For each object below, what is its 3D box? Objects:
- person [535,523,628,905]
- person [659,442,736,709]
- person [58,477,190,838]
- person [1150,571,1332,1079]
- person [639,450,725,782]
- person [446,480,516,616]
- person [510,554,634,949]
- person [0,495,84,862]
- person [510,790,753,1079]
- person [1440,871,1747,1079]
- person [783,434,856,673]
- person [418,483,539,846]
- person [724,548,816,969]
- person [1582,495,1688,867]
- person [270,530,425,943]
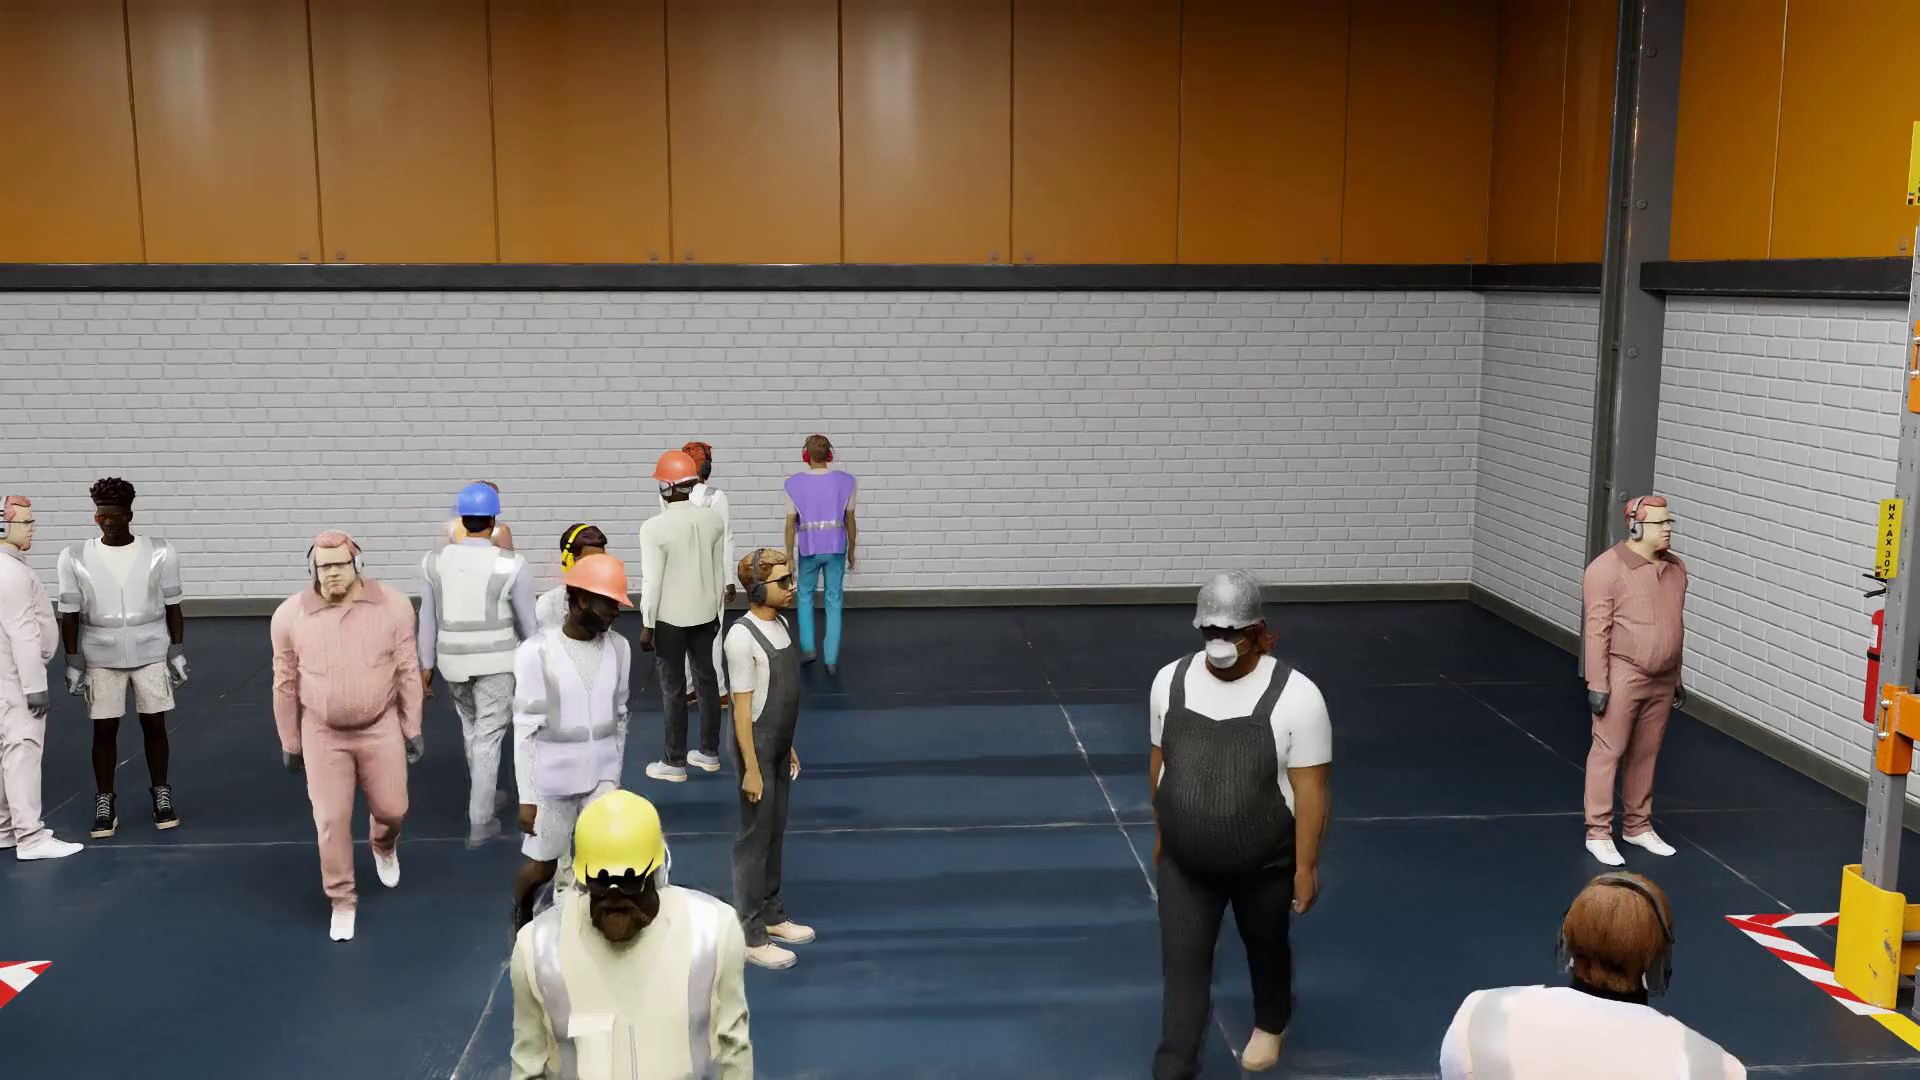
[{"bbox_3d":[-1.795,0.844,7.978,0.329,1.865,0.508,5,10,27],"label":"person"},{"bbox_3d":[-1.814,0.253,11.623,0.576,1.882,0.355,4,10,25],"label":"person"},{"bbox_3d":[-4.528,0.625,9.028,0.612,1.962,0.363,-5,10,-28],"label":"person"},{"bbox_3d":[0.994,1.056,6.086,0.688,2.000,1.002,4,10,25],"label":"person"},{"bbox_3d":[-1.675,0.451,10.018,0.375,1.997,0.611,8,12,40],"label":"person"},{"bbox_3d":[-3.293,0.393,11.544,0.545,1.622,0.424,3,10,20],"label":"person"},{"bbox_3d":[-1.672,0.983,7.038,0.587,1.887,0.826,-7,12,-38],"label":"person"},{"bbox_3d":[-4.908,0.713,8.674,0.641,1.904,0.401,8,12,42],"label":"person"},{"bbox_3d":[-0.818,1.474,4.168,0.599,1.813,0.499,-2,9,-11],"label":"person"},{"bbox_3d":[1.351,1.570,3.607,0.641,1.790,0.948,5,10,29],"label":"person"},{"bbox_3d":[-1.069,0.104,12.754,0.566,1.825,0.527,-2,9,-10],"label":"person"},{"bbox_3d":[-2.548,0.643,9.056,0.652,1.914,0.813,1,9,9],"label":"person"},{"bbox_3d":[-0.849,0.951,7.363,0.345,1.844,0.507,2,9,13],"label":"person"},{"bbox_3d":[3.516,0.718,8.616,0.643,1.913,0.411,-4,10,-25],"label":"person"},{"bbox_3d":[-2.847,0.866,7.754,0.655,1.888,0.600,-4,10,-22],"label":"person"}]
